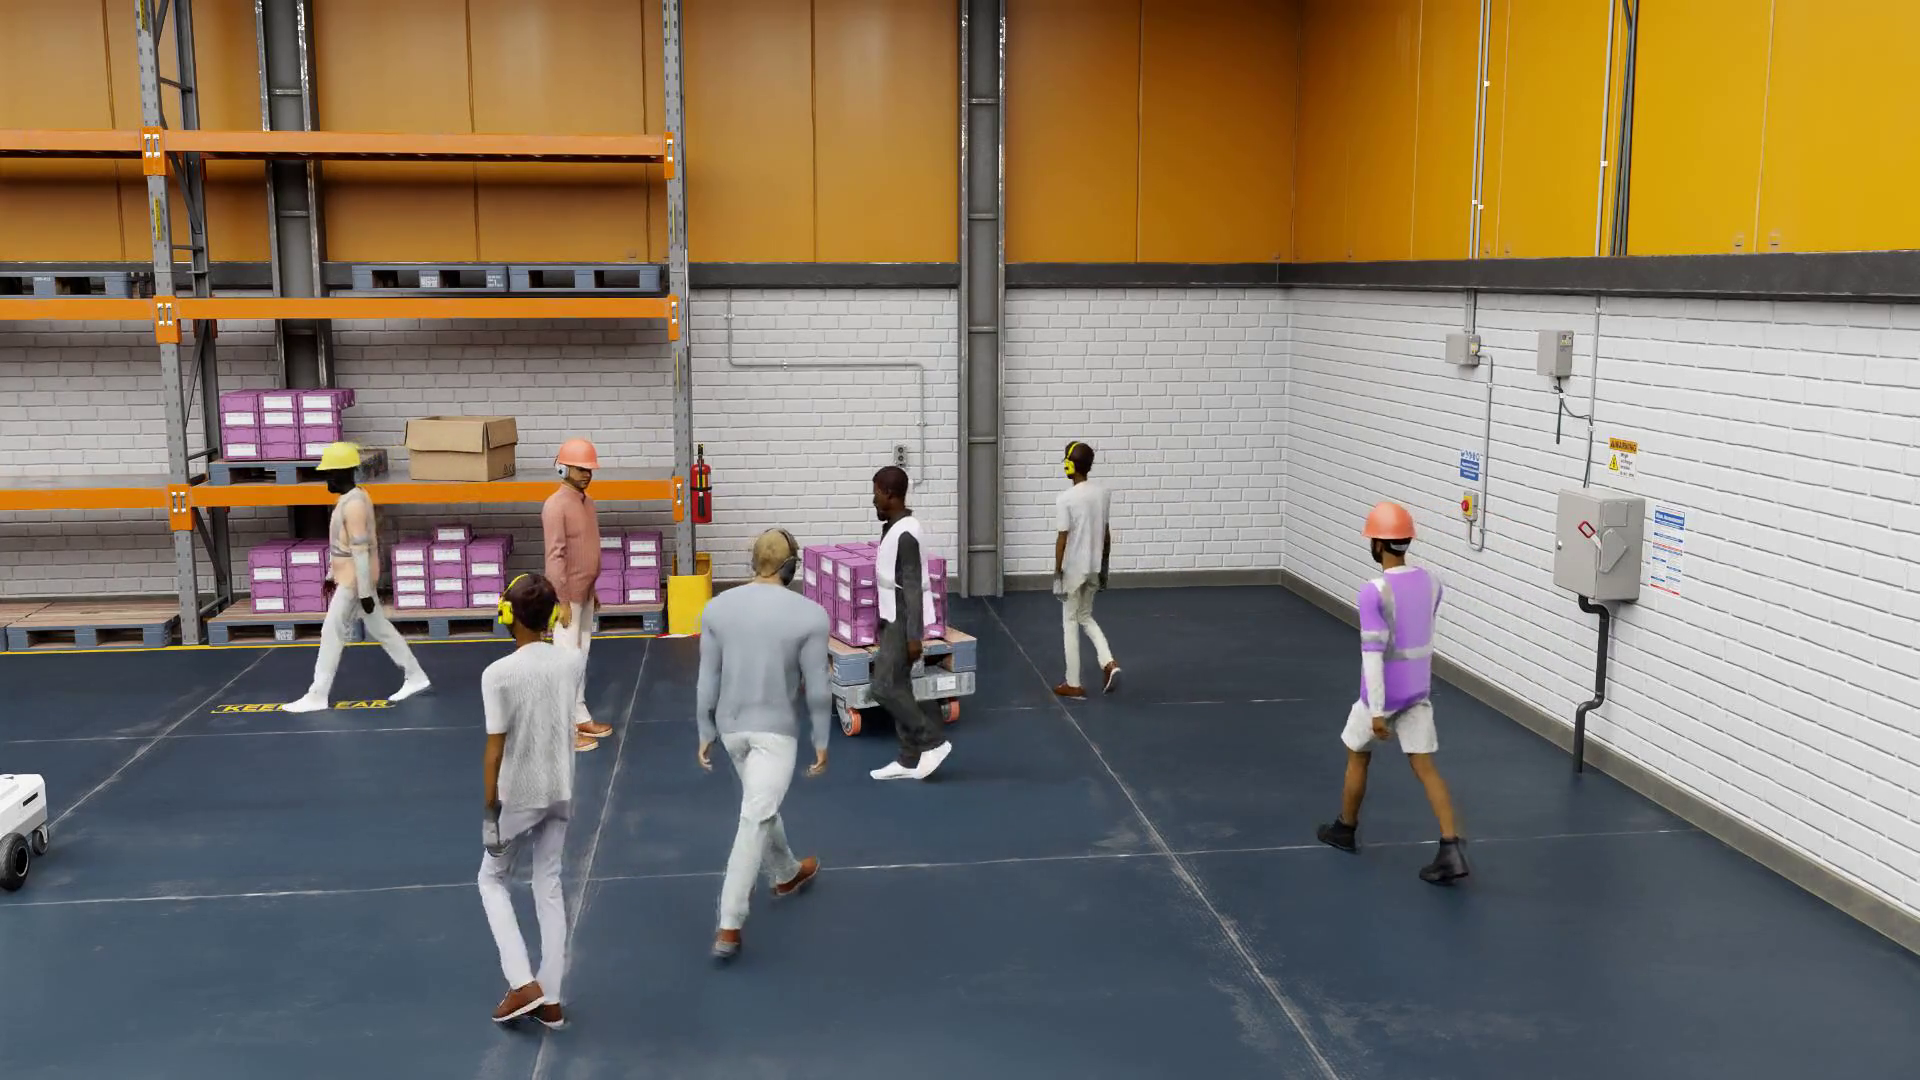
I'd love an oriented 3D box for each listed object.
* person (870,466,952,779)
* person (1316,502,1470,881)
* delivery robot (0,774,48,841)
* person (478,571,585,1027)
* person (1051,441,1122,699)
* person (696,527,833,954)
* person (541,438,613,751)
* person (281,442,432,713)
[{"bbox_3d":[-0.363,0.499,9.969,0.428,1.884,0.597,-1,9,-8],"label":"person"},{"bbox_3d":[2.225,0.755,8.400,0.544,1.897,0.992,-5,10,-26],"label":"person"},{"bbox_3d":[-4.899,1.377,8.361,0.477,0.478,0.707,-1,9,-7],"label":"delivery robot"},{"bbox_3d":[-1.733,1.045,6.706,0.433,1.843,0.509,8,12,42],"label":"person"},{"bbox_3d":[0.873,0.228,11.760,0.539,1.860,0.506,-7,11,-37],"label":"person"},{"bbox_3d":[-0.911,0.888,7.649,0.639,1.871,1.099,3,10,21],"label":"person"},{"bbox_3d":[-2.459,0.337,10.676,0.392,1.990,0.612,1,9,9],"label":"person"},{"bbox_3d":[-4.210,0.247,11.584,0.980,1.886,0.586,-3,10,-17],"label":"person"}]
